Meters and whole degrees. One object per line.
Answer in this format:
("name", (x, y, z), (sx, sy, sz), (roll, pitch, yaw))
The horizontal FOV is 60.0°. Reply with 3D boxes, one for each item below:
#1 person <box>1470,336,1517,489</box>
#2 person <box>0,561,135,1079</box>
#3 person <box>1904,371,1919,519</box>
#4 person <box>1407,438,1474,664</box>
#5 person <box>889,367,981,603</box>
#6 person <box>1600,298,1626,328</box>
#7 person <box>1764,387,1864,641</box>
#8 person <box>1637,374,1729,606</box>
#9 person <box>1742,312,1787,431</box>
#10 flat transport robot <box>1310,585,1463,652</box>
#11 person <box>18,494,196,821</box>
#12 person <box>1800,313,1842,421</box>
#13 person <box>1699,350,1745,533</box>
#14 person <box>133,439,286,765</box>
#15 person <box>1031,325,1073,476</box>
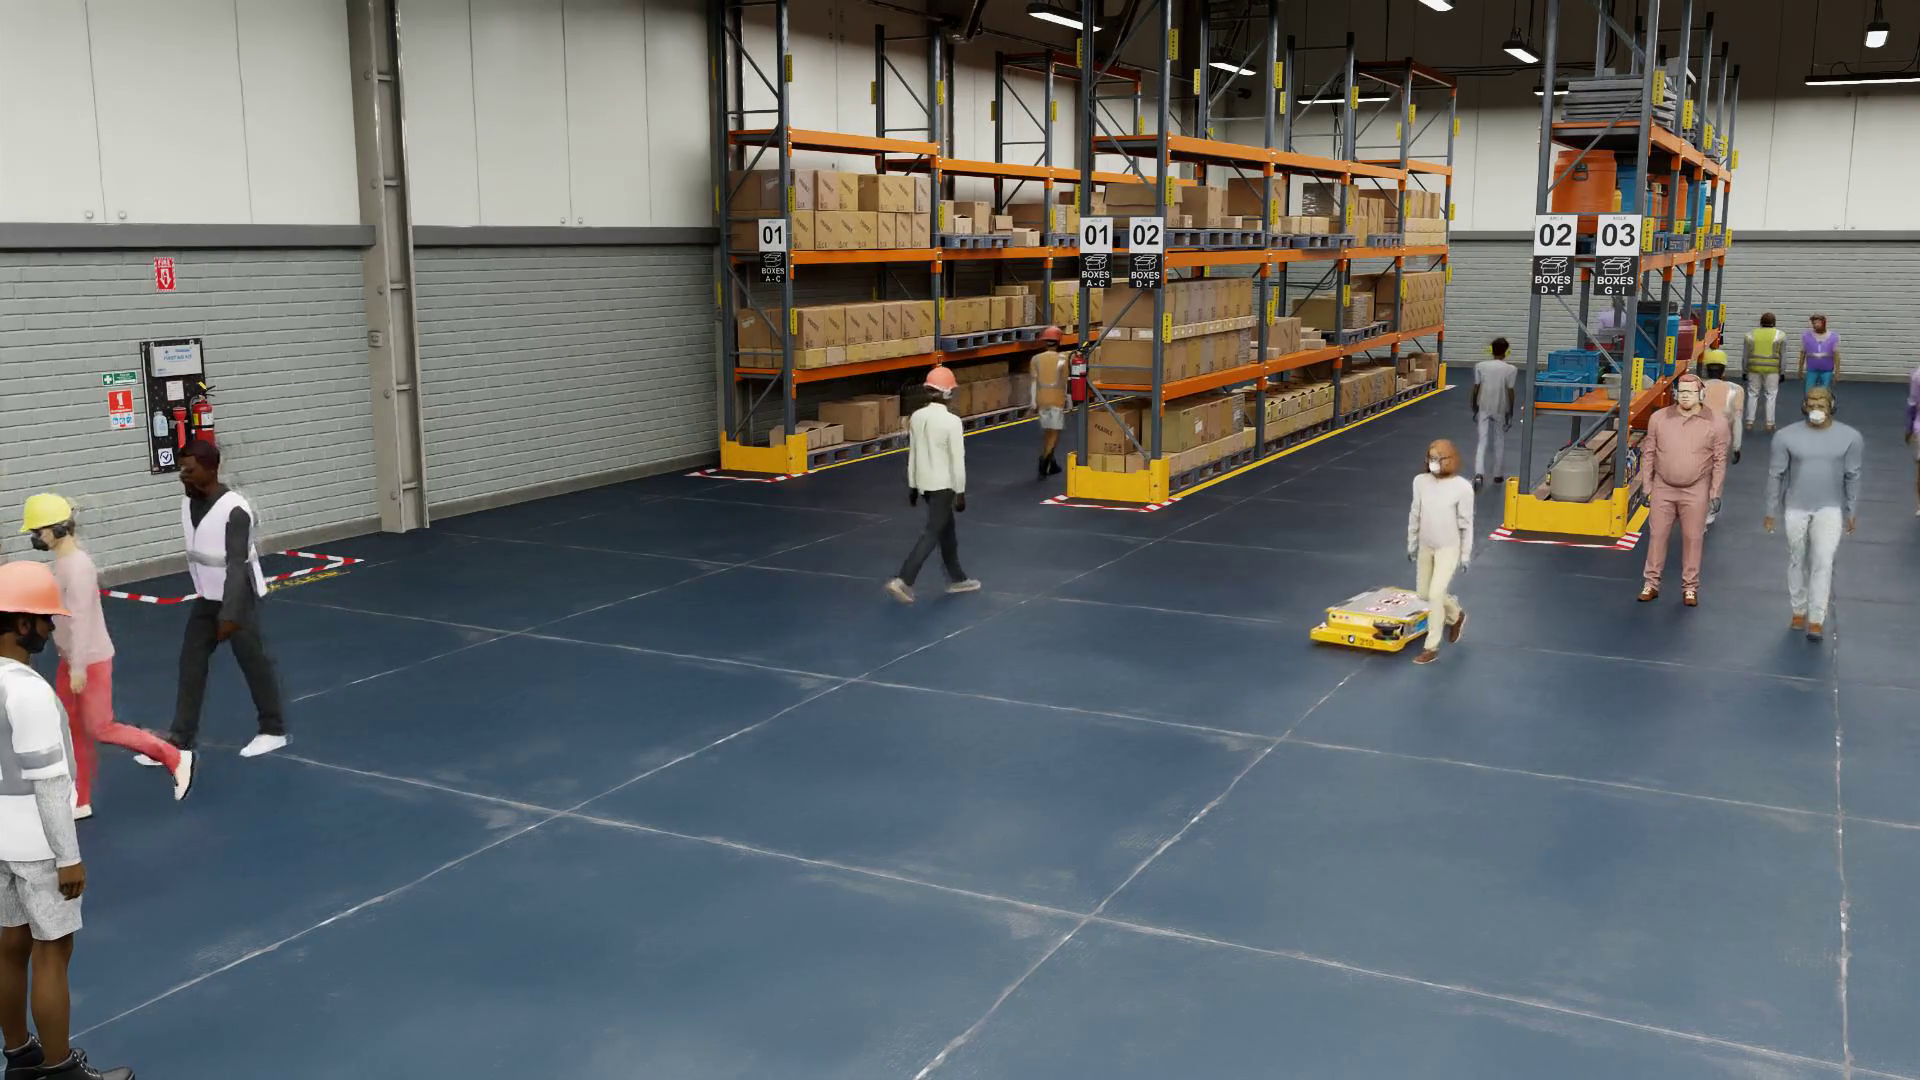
("person", (6.421, -1.541, 20.088), (0.530, 1.832, 0.949), (5, 11, 23))
("person", (-3.215, 1.028, 5.793), (0.543, 1.928, 0.370), (7, 12, 33))
("person", (10.289, -1.130, 17.490), (0.612, 1.947, 1.125), (6, 12, 28))
("person", (3.470, 0.057, 11.925), (0.627, 1.606, 0.506), (-8, 13, -37))
("person", (-0.221, -0.463, 13.859), (0.987, 1.961, 0.626), (-8, 13, -37))
("person", (12.364, -3.639, 31.350), (0.642, 1.893, 1.034), (9, 14, 41))
("person", (6.404, -0.194, 12.537), (0.650, 1.892, 0.977), (5, 12, 28))
("person", (5.932, -0.411, 13.691), (0.637, 1.911, 0.403), (6, 12, 30))
("person", (12.550, -2.626, 25.958), (0.633, 1.839, 0.429), (7, 12, 33))
("flat transport robot", (3.289, 0.582, 12.744), (0.652, 0.197, 1.431), (8, 13, 35))
("person", (-4.450, 0.603, 8.622), (0.714, 1.733, 0.556), (-8, 13, -39))
("person", (13.456, -2.630, 26.013), (0.605, 1.820, 0.486), (7, 12, 32))
("person", (7.737, -1.022, 17.151), (0.582, 1.873, 1.016), (4, 11, 22))
("person", (-4.300, 0.373, 9.478), (0.613, 1.875, 0.929), (7, 12, 33))
("person", (1.133, -1.733, 20.901), (0.549, 1.914, 0.775), (5, 11, 23))
